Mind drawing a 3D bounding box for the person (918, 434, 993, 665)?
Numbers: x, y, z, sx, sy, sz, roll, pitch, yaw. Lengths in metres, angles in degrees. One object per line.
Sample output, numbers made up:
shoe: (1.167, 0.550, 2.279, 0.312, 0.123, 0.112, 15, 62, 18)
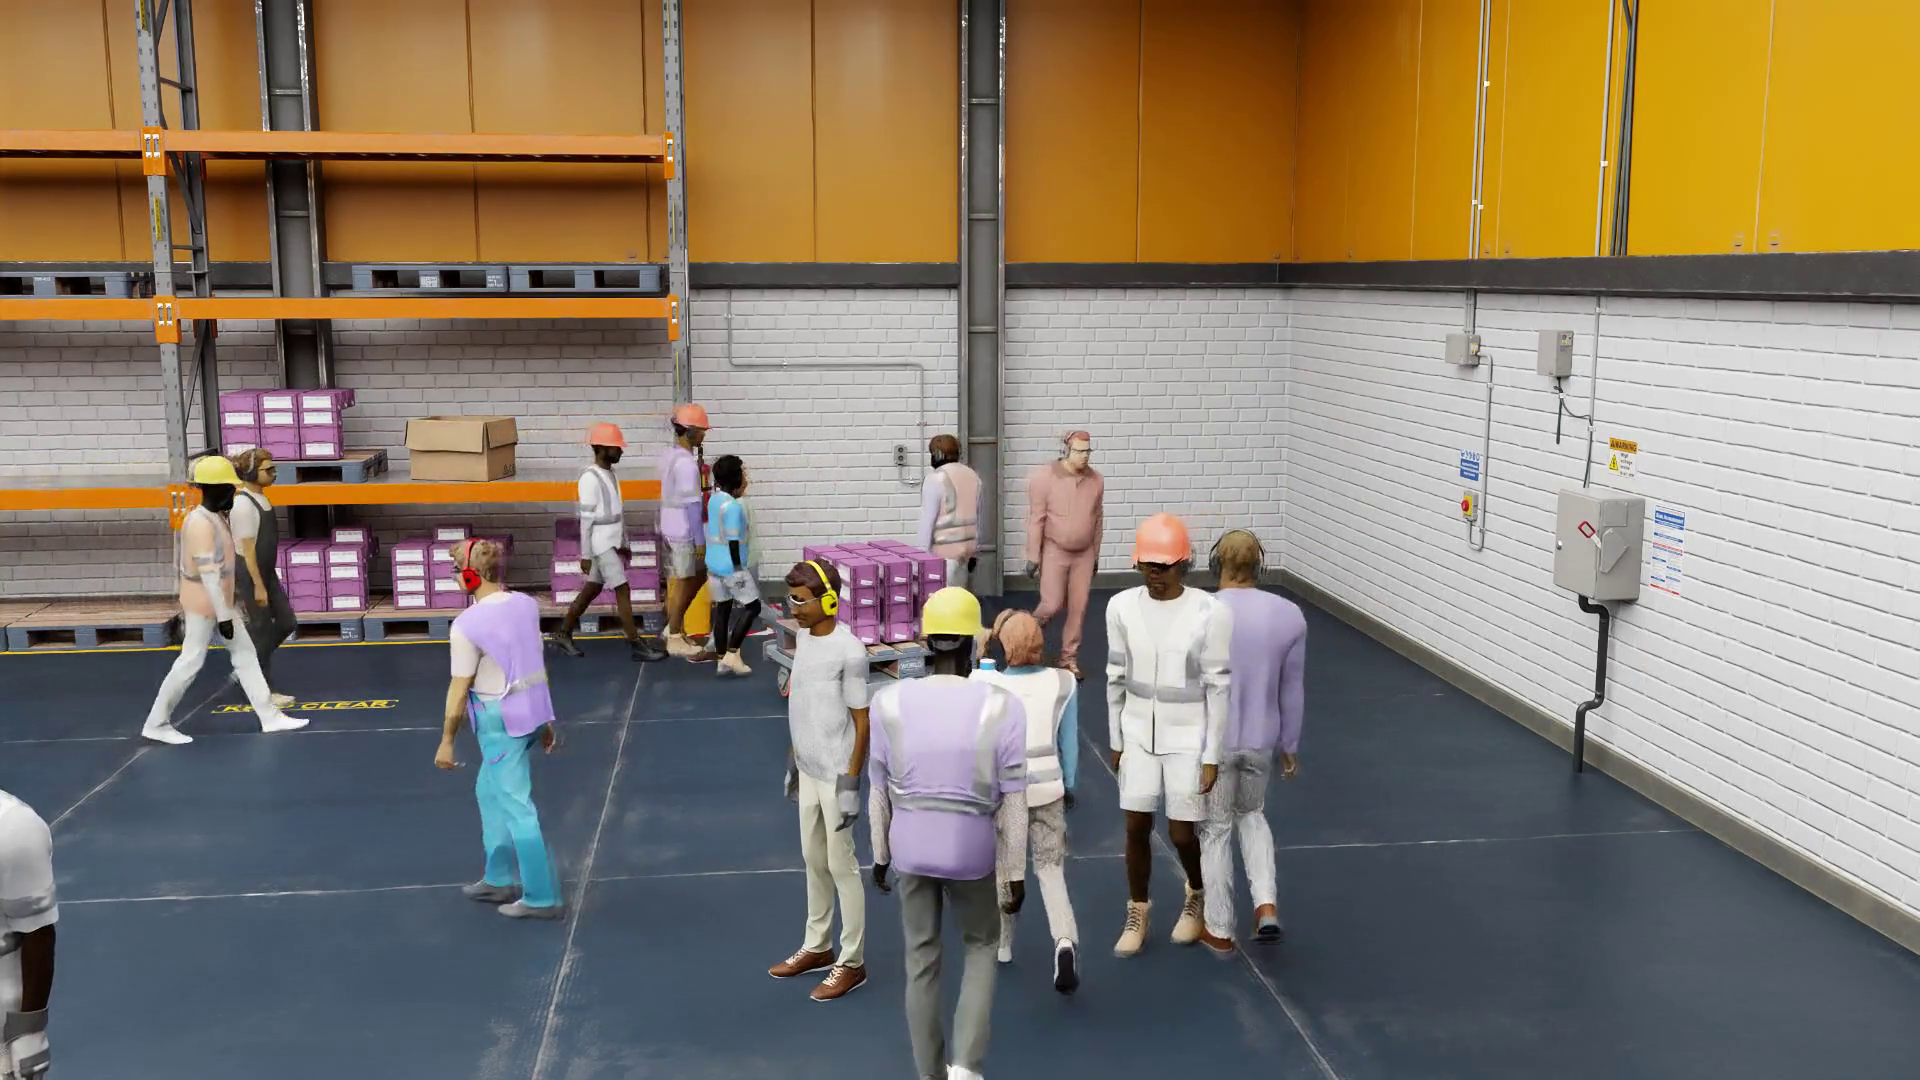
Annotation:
person: (-0.013, 0.106, 12.676, 0.696, 1.811, 0.672, 7, 11, 36)

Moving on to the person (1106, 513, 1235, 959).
person: (0.930, 0.862, 7.350, 0.605, 2.012, 0.632, 5, 10, 28)

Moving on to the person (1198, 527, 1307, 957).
person: (1.201, 0.901, 7.377, 0.635, 1.922, 0.440, -2, 9, -13)

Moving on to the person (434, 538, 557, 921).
person: (-2.219, 0.890, 7.756, 0.724, 1.811, 0.567, 2, 9, 14)

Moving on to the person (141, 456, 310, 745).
person: (-4.827, 0.394, 10.715, 0.992, 1.872, 0.611, -2, 9, -11)

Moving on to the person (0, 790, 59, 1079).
person: (-2.804, 1.314, 4.646, 0.613, 1.965, 0.361, 3, 9, 16)

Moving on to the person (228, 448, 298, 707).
person: (-4.872, 0.271, 11.578, 0.412, 1.831, 0.518, -1, 9, -4)

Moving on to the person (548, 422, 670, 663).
person: (-2.808, 0.018, 12.989, 0.991, 1.893, 0.562, 1, 9, 5)

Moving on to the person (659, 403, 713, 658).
person: (-2.154, -0.062, 13.082, 0.474, 2.019, 0.621, -3, 10, -18)

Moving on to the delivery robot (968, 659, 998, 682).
delivery robot: (0.176, 1.007, 10.664, 0.477, 0.478, 0.707, -3, 10, -21)

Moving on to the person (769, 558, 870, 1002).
person: (-0.580, 0.994, 6.986, 0.327, 1.862, 0.517, -7, 11, -37)

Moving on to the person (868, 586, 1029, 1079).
person: (-0.043, 1.121, 6.039, 0.602, 1.908, 0.469, 2, 9, 9)

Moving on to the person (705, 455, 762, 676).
person: (-1.711, 0.196, 12.479, 0.373, 1.689, 0.547, -5, 10, -28)

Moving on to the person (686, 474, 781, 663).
person: (-1.670, 0.181, 12.914, 0.856, 1.583, 0.549, -2, 9, -15)

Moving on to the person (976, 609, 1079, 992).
person: (0.284, 1.099, 7.075, 0.519, 1.616, 0.688, -2, 9, -13)

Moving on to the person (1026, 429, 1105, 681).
person: (0.773, 0.094, 12.526, 0.671, 1.880, 0.595, -4, 10, -25)
